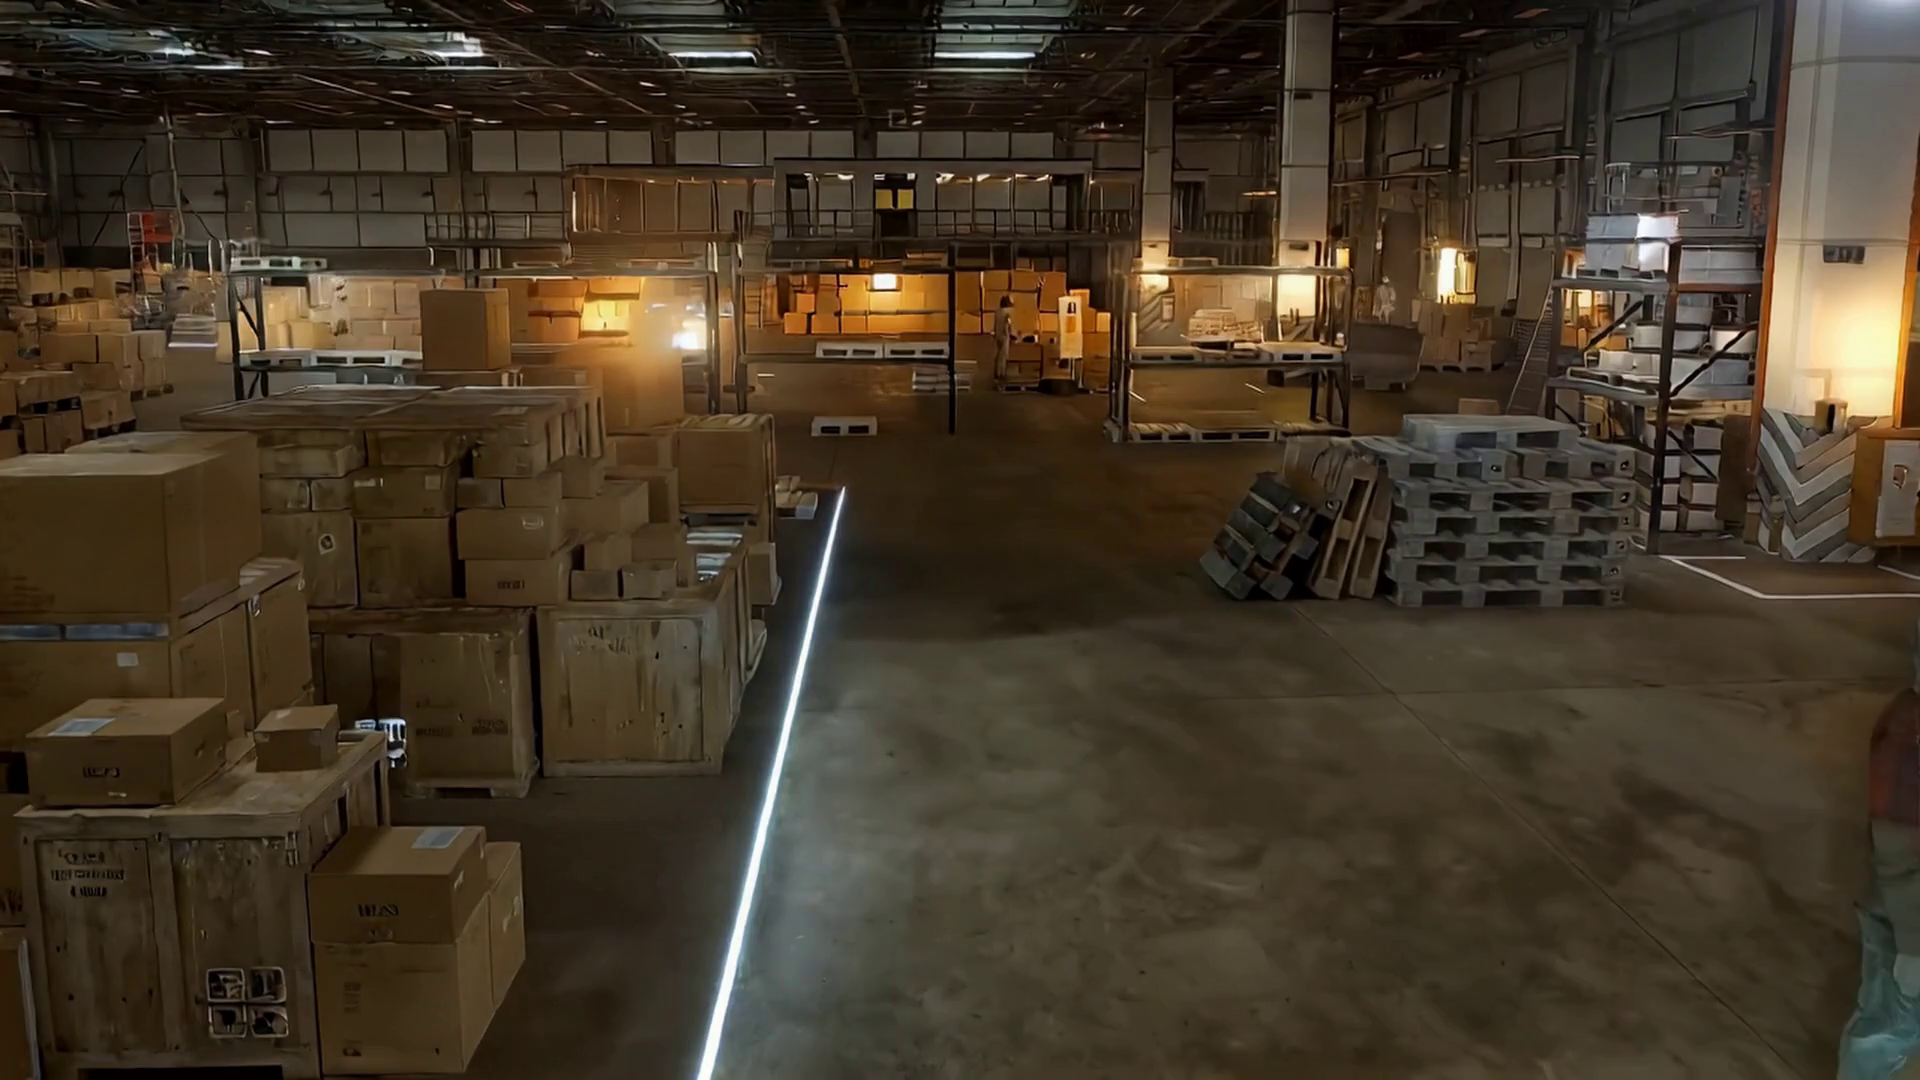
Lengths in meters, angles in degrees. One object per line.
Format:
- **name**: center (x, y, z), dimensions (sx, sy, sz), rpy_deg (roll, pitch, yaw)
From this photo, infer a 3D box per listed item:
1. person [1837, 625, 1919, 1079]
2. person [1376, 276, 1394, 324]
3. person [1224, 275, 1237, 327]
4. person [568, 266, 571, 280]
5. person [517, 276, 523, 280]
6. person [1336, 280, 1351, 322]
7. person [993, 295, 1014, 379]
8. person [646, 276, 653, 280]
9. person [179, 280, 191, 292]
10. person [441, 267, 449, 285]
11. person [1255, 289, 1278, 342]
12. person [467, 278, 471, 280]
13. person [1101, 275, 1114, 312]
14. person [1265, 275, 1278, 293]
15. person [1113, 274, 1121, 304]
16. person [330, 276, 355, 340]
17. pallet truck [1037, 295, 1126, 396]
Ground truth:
- **person**: center (2.954, 1.156, 5.163), dimensions (0.359, 1.938, 0.632), rpy_deg (6, 12, 30)
- **person**: center (14.032, -7.760, 54.938), dimensions (0.583, 1.906, 0.487), rpy_deg (5, 11, 24)
- **person**: center (9.410, -8.435, 58.500), dimensions (0.836, 1.964, 0.654), rpy_deg (5, 11, 25)
- **person**: center (-17.831, -11.611, 76.321), dimensions (0.593, 1.924, 0.381), rpy_deg (-9, 14, -42)
- **person**: center (-15.889, -8.731, 60.278), dimensions (0.577, 1.923, 0.400), rpy_deg (-3, 11, -16)
- **person**: center (13.683, -8.464, 59.483), dimensions (0.534, 1.679, 0.484), rpy_deg (-3, 11, -19)
- **person**: center (0.966, -4.478, 36.745), dimensions (0.533, 1.868, 0.310), rpy_deg (8, 13, 37)
- **person**: center (-10.459, -8.047, 56.191), dimensions (0.632, 2.036, 0.453), rpy_deg (-1, 10, -8)
- **person**: center (-26.861, -8.179, 57.773), dimensions (0.535, 1.717, 0.903), rpy_deg (2, 10, 12)
- **person**: center (-22.996, -11.234, 74.347), dimensions (0.361, 1.882, 0.575), rpy_deg (-7, 12, -35)
- **person**: center (7.973, -5.586, 43.083), dimensions (0.636, 1.816, 0.811), rpy_deg (3, 11, 18)
- **person**: center (-15.215, -7.134, 51.471), dimensions (0.654, 1.909, 0.814), rpy_deg (5, 11, 24)
- **person**: center (5.810, -9.664, 66.074), dimensions (0.418, 1.723, 0.657), rpy_deg (-4, 11, -22)
- **person**: center (14.103, -11.421, 75.222), dimensions (0.635, 1.935, 0.452), rpy_deg (2, 10, 9)
- **person**: center (6.178, -9.523, 64.918), dimensions (0.429, 1.846, 0.633), rpy_deg (-9, 13, -40)
- **person**: center (-19.094, -7.207, 51.470), dimensions (0.695, 2.000, 1.009), rpy_deg (3, 11, 18)
- **pallet truck**: center (2.483, -3.881, 33.060), dimensions (1.885, 1.965, 0.823), rpy_deg (-7, 13, -36)
